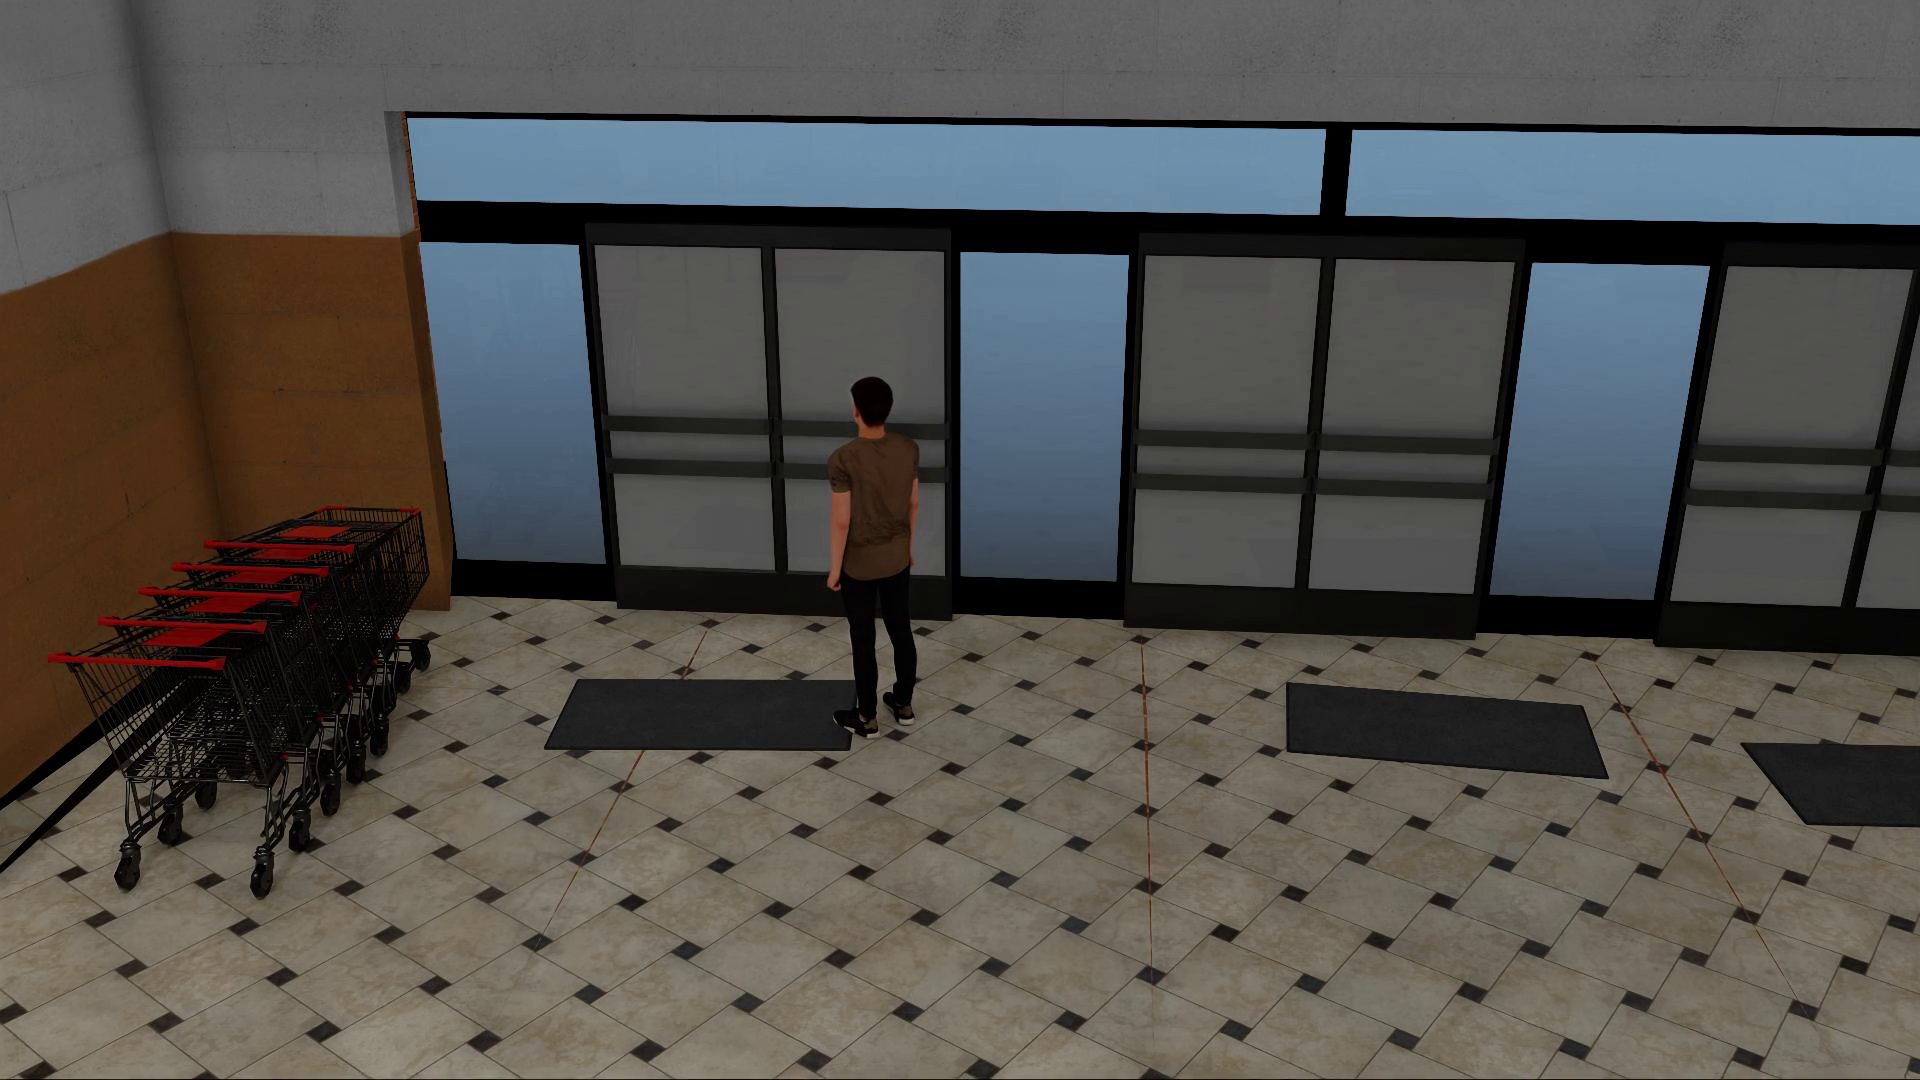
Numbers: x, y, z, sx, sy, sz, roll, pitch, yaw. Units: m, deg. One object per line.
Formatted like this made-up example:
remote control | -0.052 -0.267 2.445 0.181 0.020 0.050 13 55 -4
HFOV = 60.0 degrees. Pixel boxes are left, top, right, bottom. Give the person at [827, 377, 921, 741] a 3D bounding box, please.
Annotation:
person | -0.415 0.088 8.212 0.744 1.852 0.789 -15 26 -33
